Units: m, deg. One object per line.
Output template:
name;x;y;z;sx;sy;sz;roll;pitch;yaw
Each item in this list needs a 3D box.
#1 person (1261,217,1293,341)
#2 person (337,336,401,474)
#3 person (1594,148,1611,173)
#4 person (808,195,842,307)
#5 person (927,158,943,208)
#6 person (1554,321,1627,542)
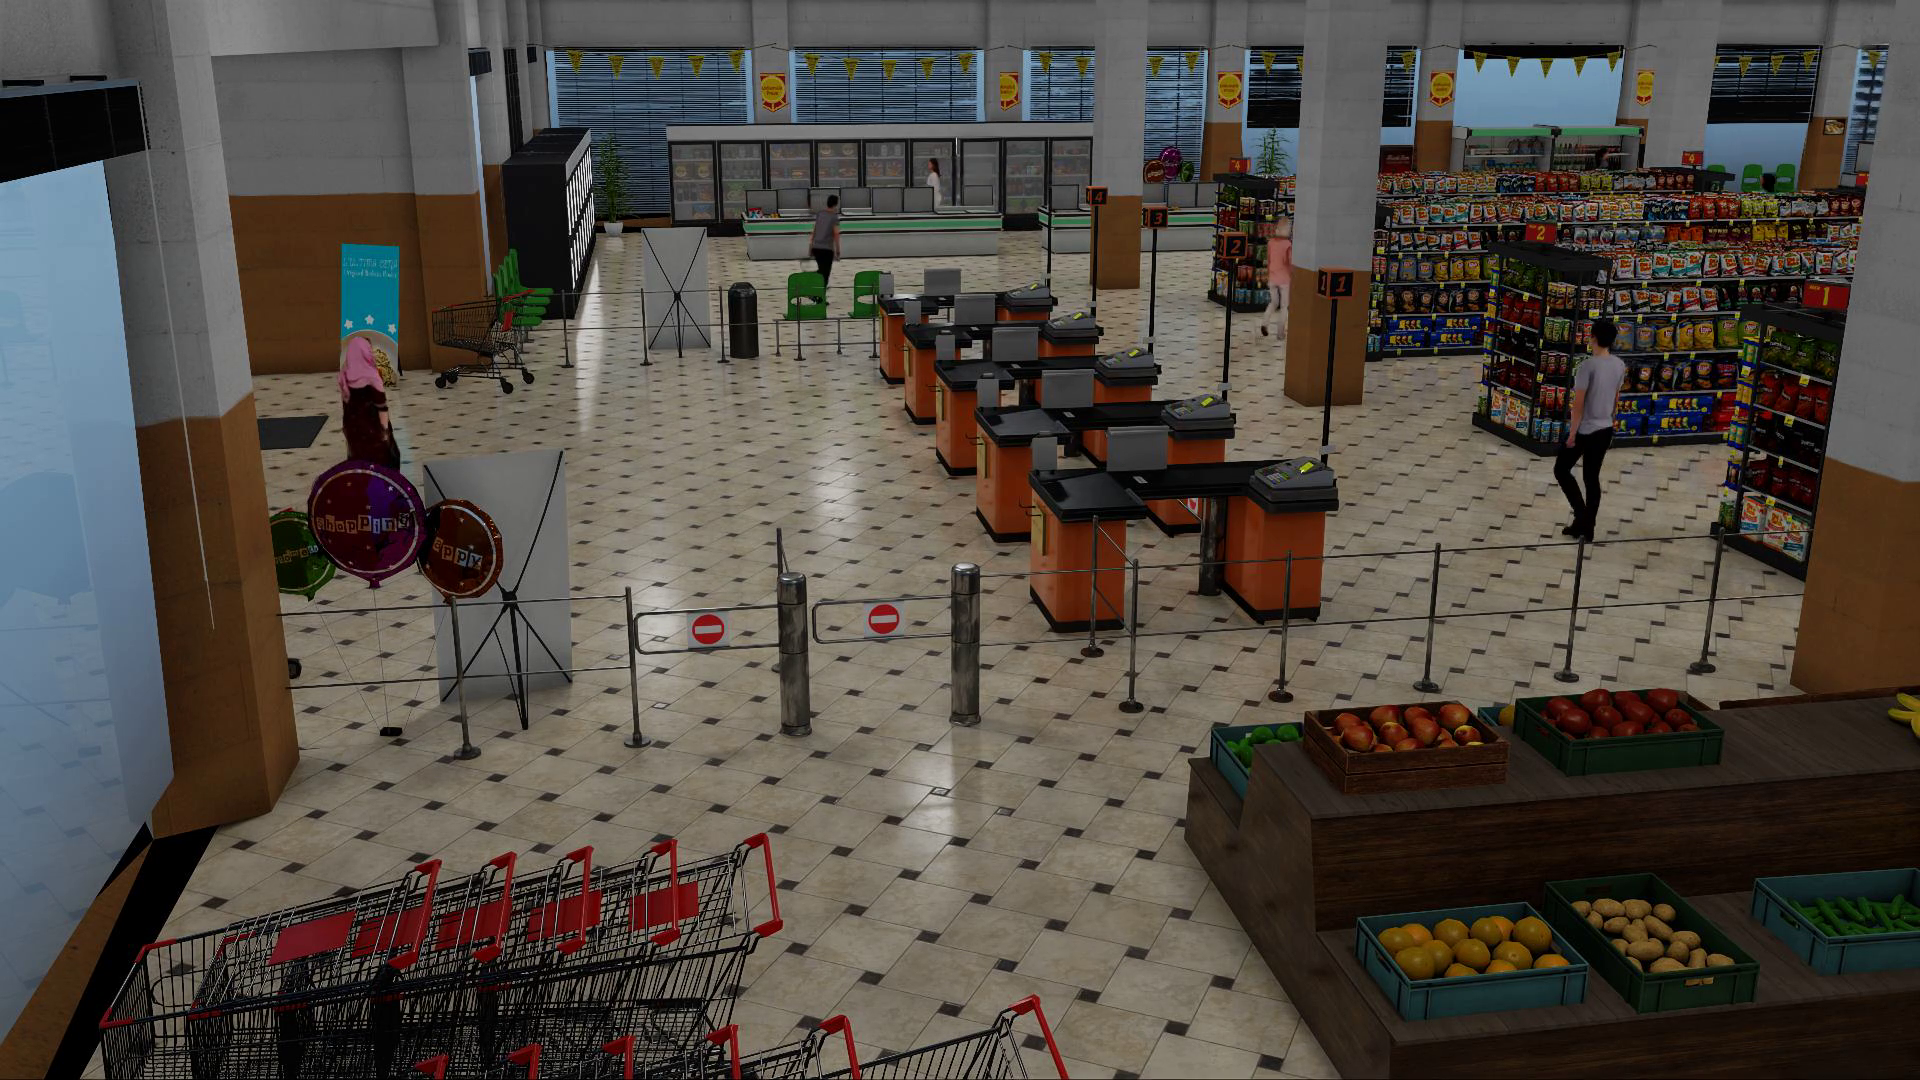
person;4.429;-3.617;23.130;0.815;1.714;0.908;15;23;41
person;-5.226;-0.956;14.526;0.930;1.620;0.931;6;18;19
person;14.548;-8.062;37.831;0.571;1.677;0.622;-4;17;-12
person;-2.180;-4.534;26.145;0.832;1.716;0.891;11;20;31
person;-0.466;-7.092;34.625;0.634;1.684;0.659;0;17;0
person;5.315;-0.878;13.864;0.657;1.857;0.818;-7;18;-23
